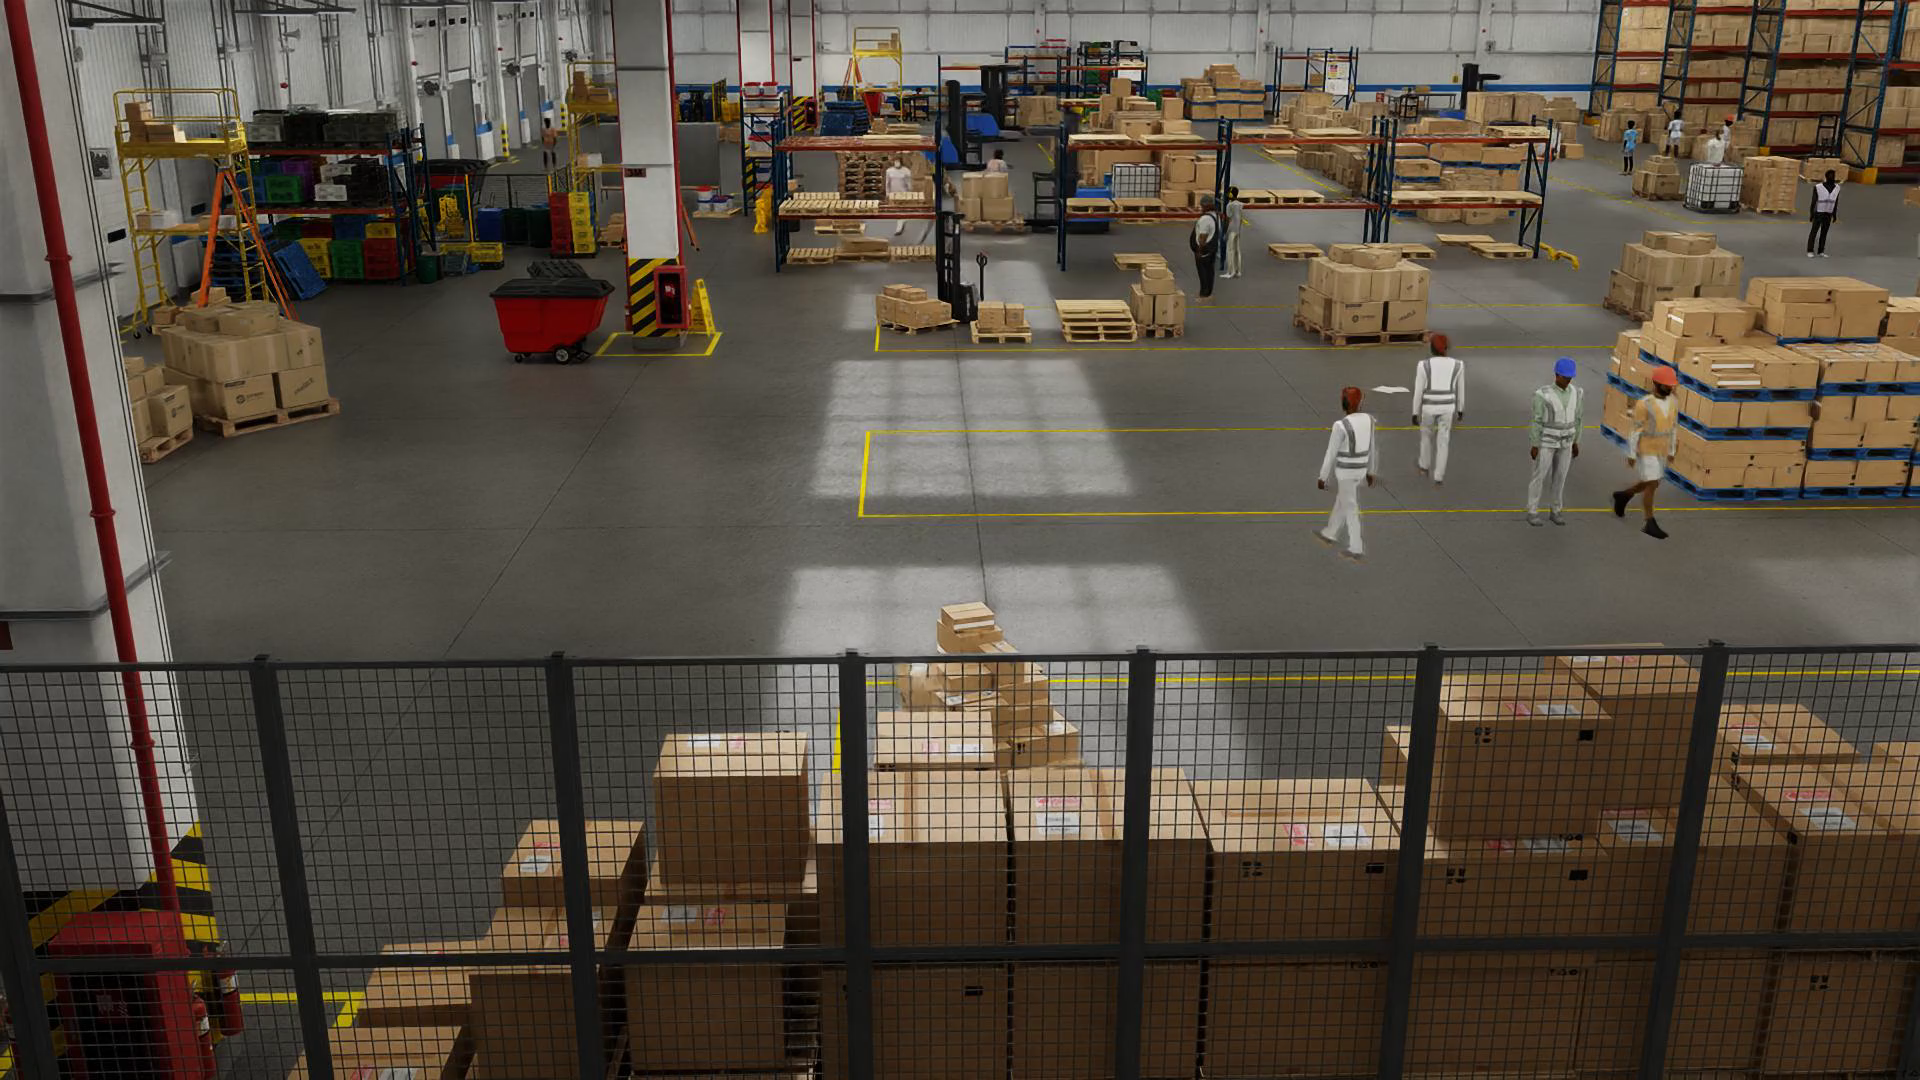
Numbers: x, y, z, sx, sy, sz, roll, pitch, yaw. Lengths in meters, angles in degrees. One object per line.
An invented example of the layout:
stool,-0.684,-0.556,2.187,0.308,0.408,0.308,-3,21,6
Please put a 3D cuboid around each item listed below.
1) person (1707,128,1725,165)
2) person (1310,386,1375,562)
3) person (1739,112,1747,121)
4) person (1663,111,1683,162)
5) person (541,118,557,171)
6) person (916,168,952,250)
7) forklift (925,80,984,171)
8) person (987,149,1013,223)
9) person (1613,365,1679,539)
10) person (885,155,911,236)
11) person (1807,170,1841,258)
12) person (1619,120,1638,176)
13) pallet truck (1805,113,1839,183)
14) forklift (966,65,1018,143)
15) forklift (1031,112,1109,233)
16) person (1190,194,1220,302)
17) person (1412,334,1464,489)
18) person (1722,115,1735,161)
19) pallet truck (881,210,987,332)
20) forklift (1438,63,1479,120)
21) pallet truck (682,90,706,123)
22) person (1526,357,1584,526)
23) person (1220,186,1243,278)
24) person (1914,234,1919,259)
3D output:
person,21.297,-10.595,46.784,0.652,1.916,0.607,-10,21,-26
person,4.014,-0.731,17.621,0.611,1.848,0.896,-14,23,-36
person,27.740,-14.589,59.079,0.423,1.622,0.531,-3,19,-8
person,24.078,-13.622,56.158,0.546,1.649,0.852,-3,19,-8
person,-13.191,-12.636,53.220,0.557,1.656,0.820,4,19,11
person,-0.540,-7.501,37.686,1.015,1.872,0.590,1,19,2
forklift,-0.204,-13.247,53.168,1.873,2.768,1.129,-1,19,-3
person,1.041,-8.961,42.088,0.660,1.814,0.783,16,24,39
person,7.624,-1.027,18.411,0.552,1.918,0.821,-8,20,-22
person,-1.455,-8.297,39.980,0.641,1.921,0.655,8,20,22
person,19.065,-7.208,36.743,0.604,1.921,0.377,-1,19,-2
person,20.991,-12.307,52.205,0.540,1.695,0.317,-11,21,-29
pallet truck,26.403,-11.957,50.702,0.823,1.965,1.885,6,19,16
forklift,1.090,-16.329,62.311,1.873,2.768,1.129,-10,21,-28
forklift,2.679,-8.903,40.282,1.873,2.768,1.129,1,19,2
person,4.639,-5.572,31.693,0.536,2.000,0.687,11,21,29
person,5.809,-1.605,20.236,0.643,1.835,0.926,2,19,6
person,23.583,-12.124,51.294,0.374,1.934,0.548,8,20,22
pallet truck,-0.493,-4.759,29.349,1.885,1.965,0.823,-13,23,-34
forklift,19.482,-16.861,63.892,1.873,2.768,1.129,-1,19,-1
pallet truck,-9.671,-15.907,62.421,0.823,1.965,1.885,5,19,15
person,6.647,-1.095,18.582,0.601,1.940,0.415,-4,19,-12
person,5.610,-6.335,34.246,0.329,1.861,0.505,17,25,42
person,21.248,-6.922,36.353,0.535,1.623,0.537,-10,21,-28
